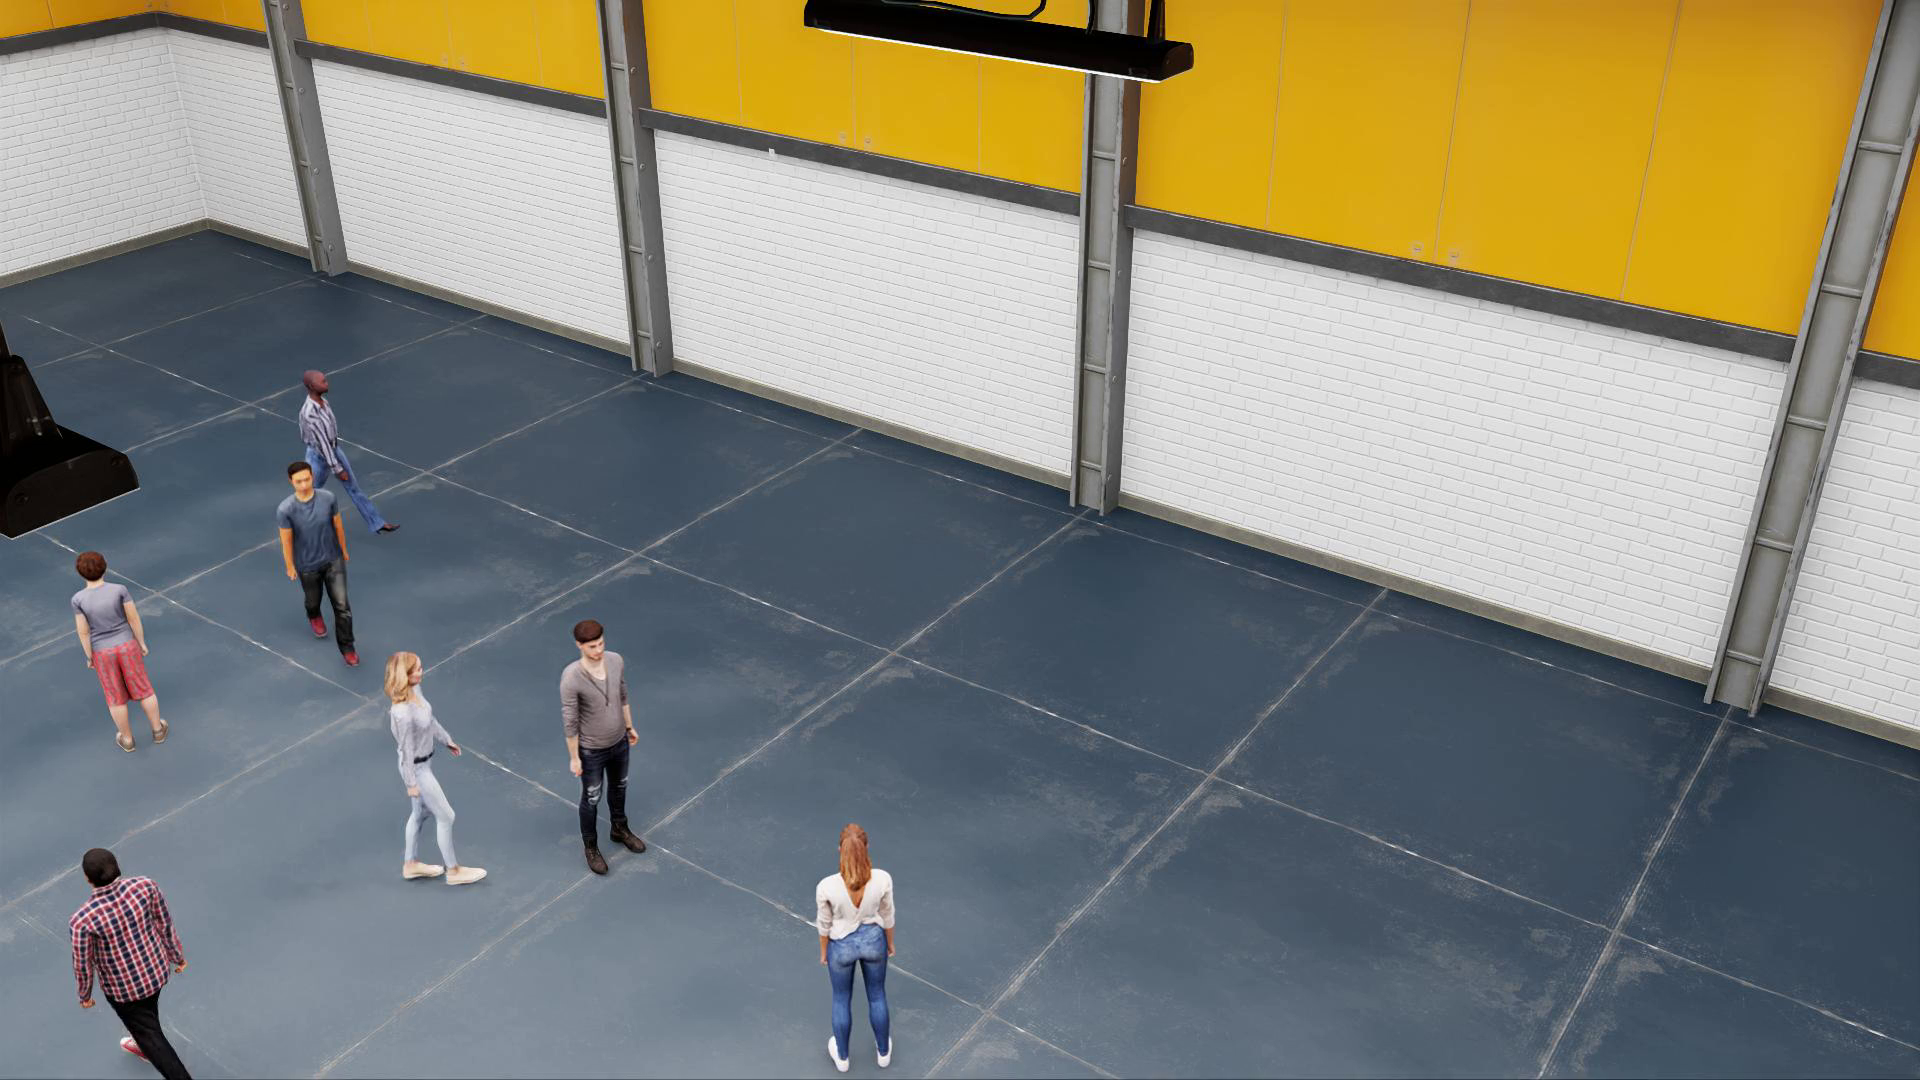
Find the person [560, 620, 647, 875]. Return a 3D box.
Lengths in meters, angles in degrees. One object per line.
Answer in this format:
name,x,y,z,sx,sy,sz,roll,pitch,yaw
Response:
person,-2.446,1.360,11.316,0.586,1.903,0.722,23,36,36

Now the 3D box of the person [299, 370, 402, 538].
person,-5.911,-0.679,15.225,1.252,1.739,1.115,-1,29,-2

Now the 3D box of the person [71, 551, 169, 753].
person,-6.367,0.838,12.538,0.657,1.650,0.661,-15,32,-25

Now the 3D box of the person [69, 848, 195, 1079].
person,-4.638,2.499,9.414,1.094,1.724,0.747,17,33,28

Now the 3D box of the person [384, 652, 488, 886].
person,-3.701,1.540,11.125,0.914,1.770,0.852,-4,29,-7

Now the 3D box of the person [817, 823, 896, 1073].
person,-0.595,2.371,9.651,0.672,1.723,0.725,-6,29,-10

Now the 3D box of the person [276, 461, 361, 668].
person,-5.315,0.140,13.693,0.949,1.770,1.229,-17,33,-28
